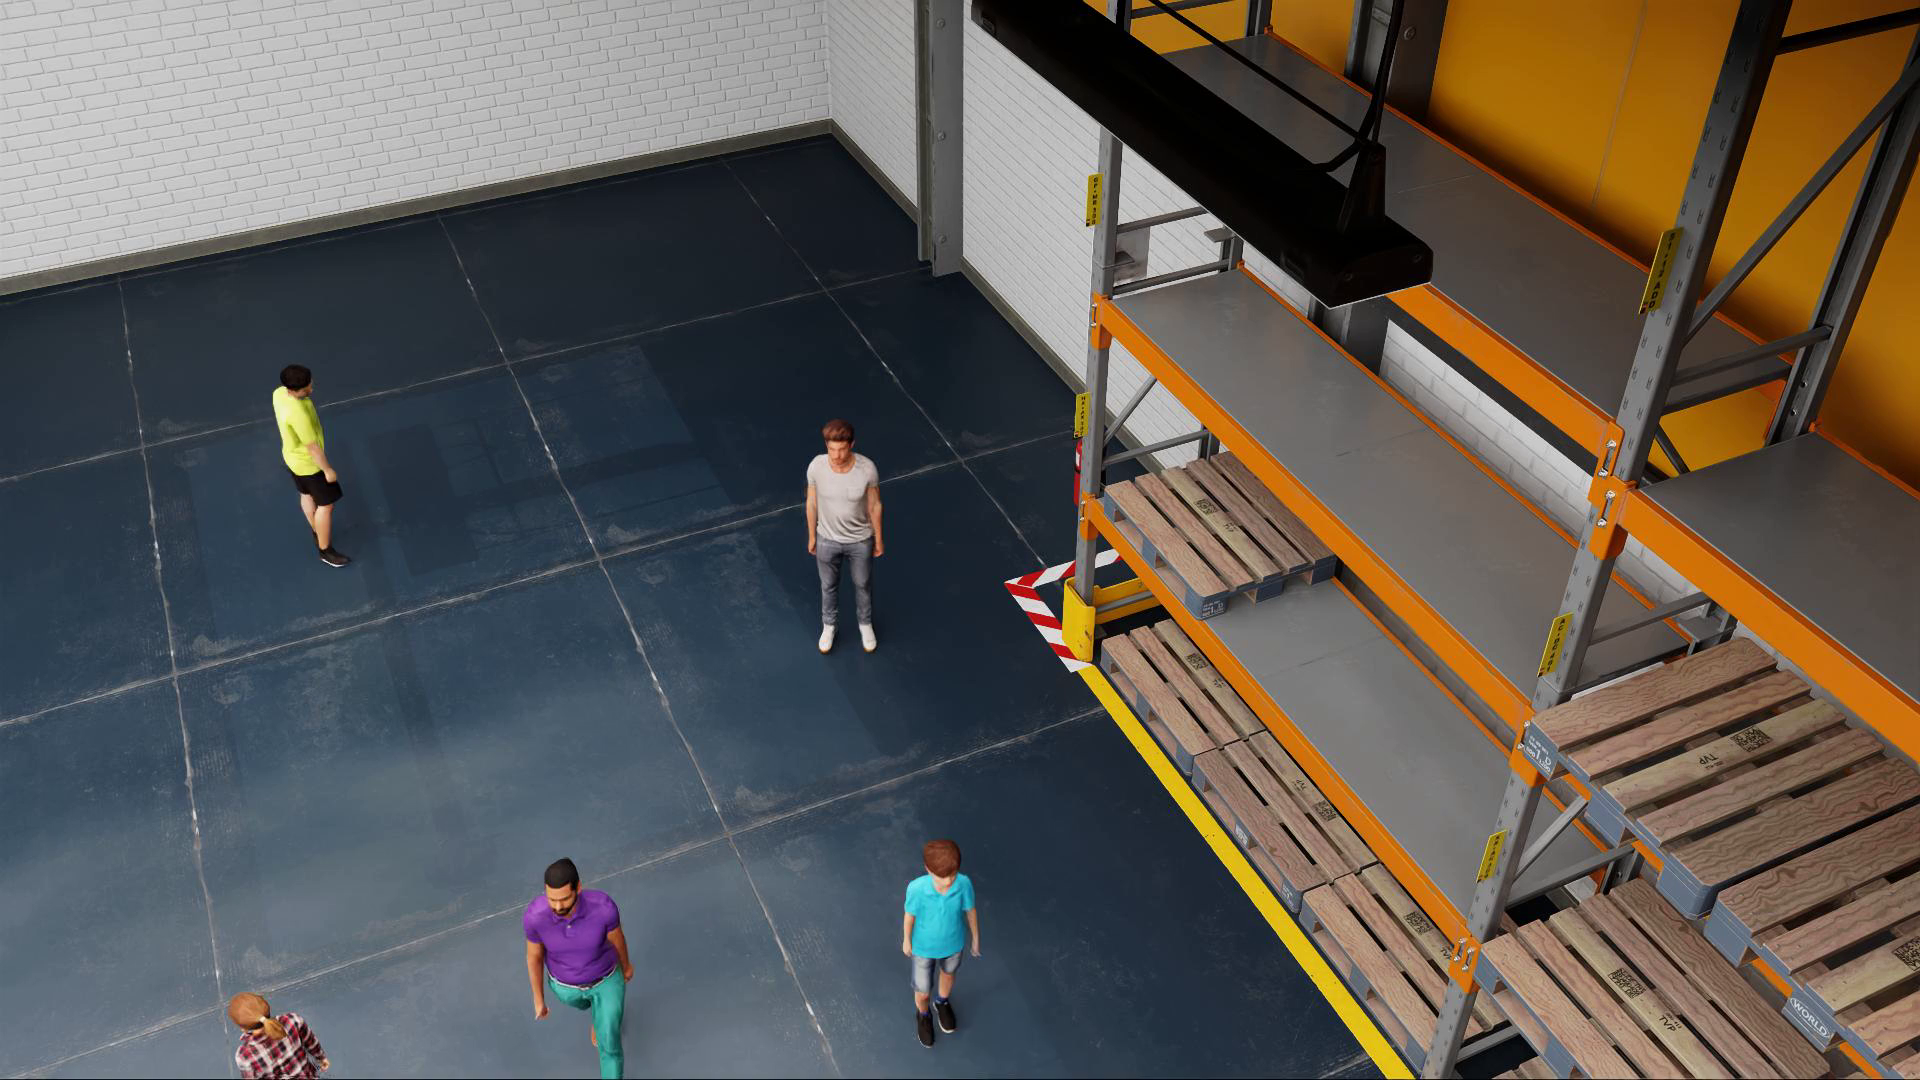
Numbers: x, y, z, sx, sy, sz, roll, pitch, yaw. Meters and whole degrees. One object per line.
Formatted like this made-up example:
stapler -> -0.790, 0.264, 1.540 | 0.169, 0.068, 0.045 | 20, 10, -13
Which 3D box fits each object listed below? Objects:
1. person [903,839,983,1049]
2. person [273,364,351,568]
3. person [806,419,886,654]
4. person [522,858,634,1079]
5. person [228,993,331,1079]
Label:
person -> -0.132, 2.075, 8.910 | 0.585, 1.444, 0.592 | -10, 40, -12
person -> -4.790, -0.616, 12.096 | 0.594, 1.673, 0.903 | 24, 45, 27
person -> -0.778, -0.048, 11.211 | 0.759, 1.889, 0.752 | 1, 39, 2
person -> -1.921, 2.179, 8.560 | 0.947, 1.717, 1.289 | -2, 39, -2
person -> -3.288, 2.713, 8.240 | 0.718, 1.281, 0.795 | -28, 46, -30
